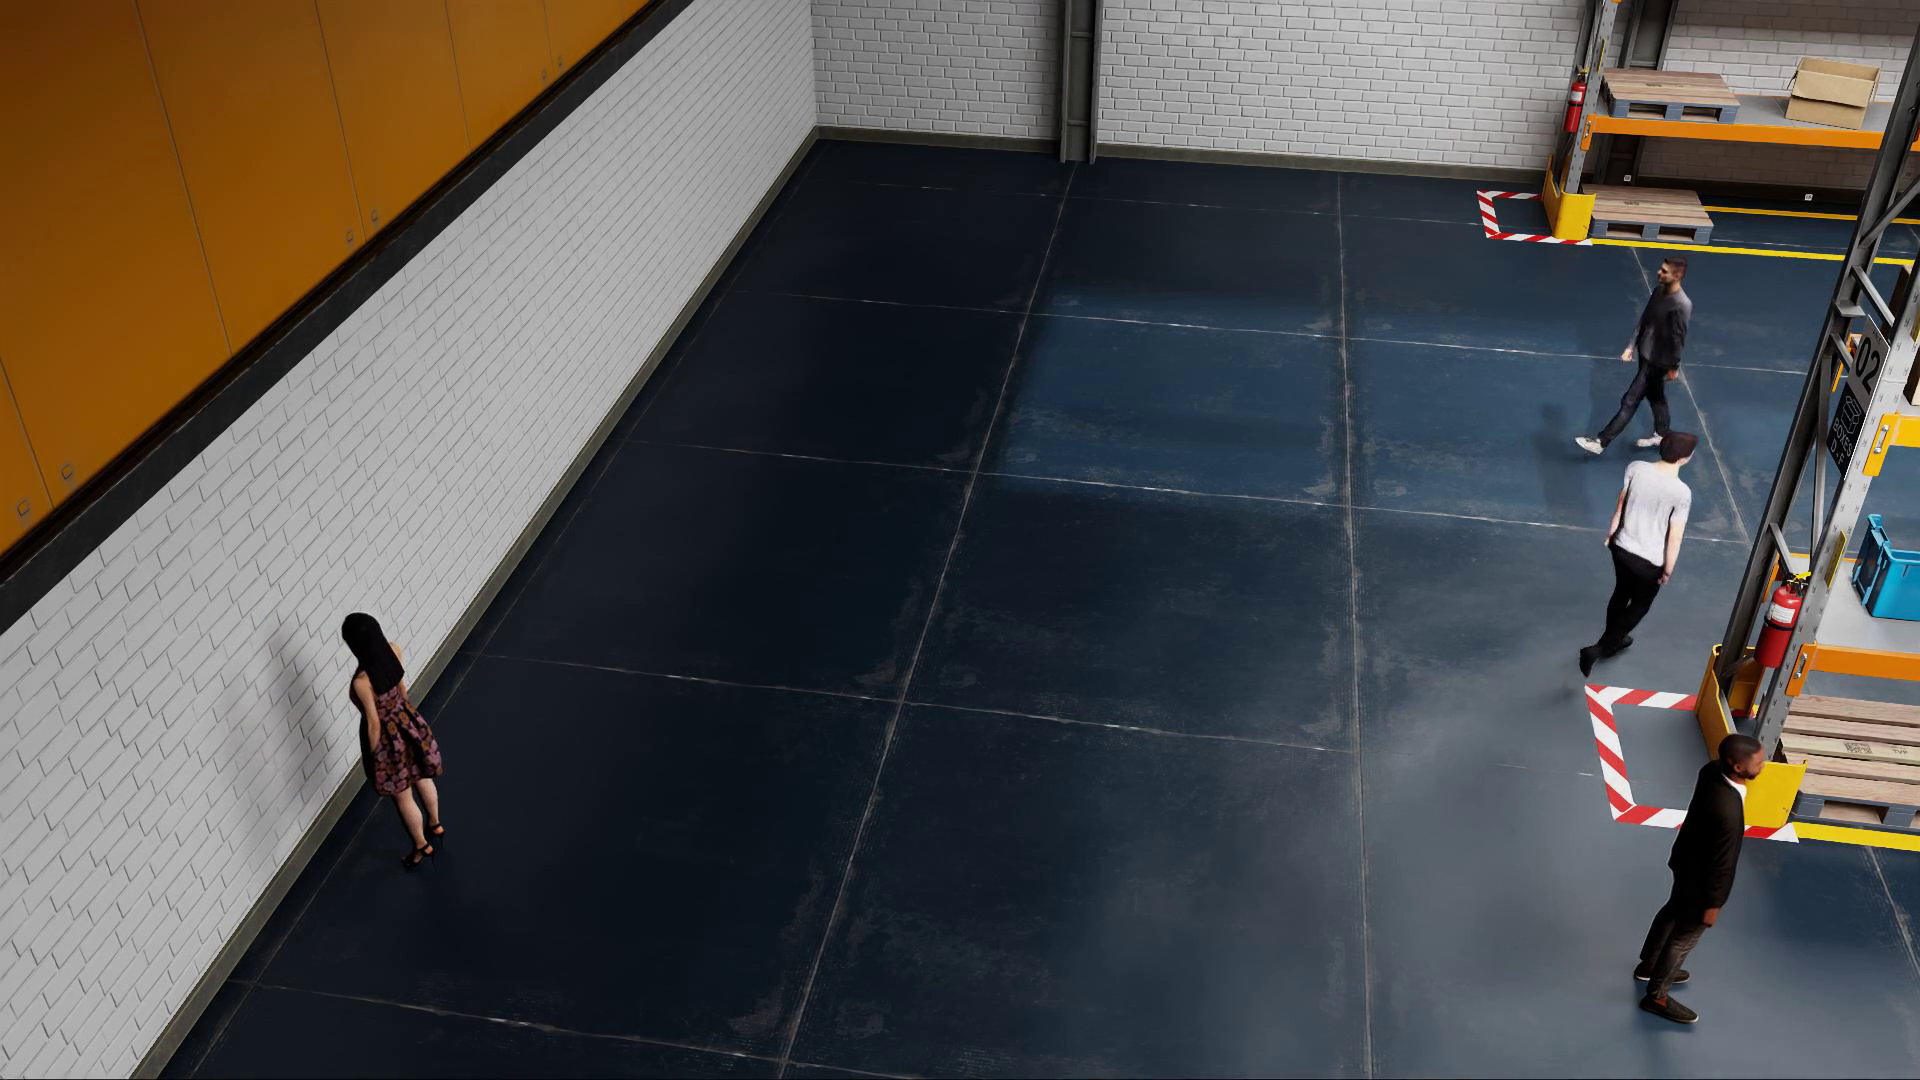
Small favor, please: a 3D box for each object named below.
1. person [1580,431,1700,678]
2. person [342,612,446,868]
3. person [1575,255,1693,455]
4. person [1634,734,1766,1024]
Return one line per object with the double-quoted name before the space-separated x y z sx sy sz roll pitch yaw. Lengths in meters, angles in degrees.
"person" 4.411 0.122 10.907 1.132 1.835 1.061 -21 39 -29
"person" -3.224 1.136 9.437 0.665 1.774 0.663 7 34 11
"person" 5.676 -1.457 13.389 1.172 1.717 0.835 -3 34 -4
"person" 3.806 1.711 8.548 0.546 1.801 0.668 7 34 11
